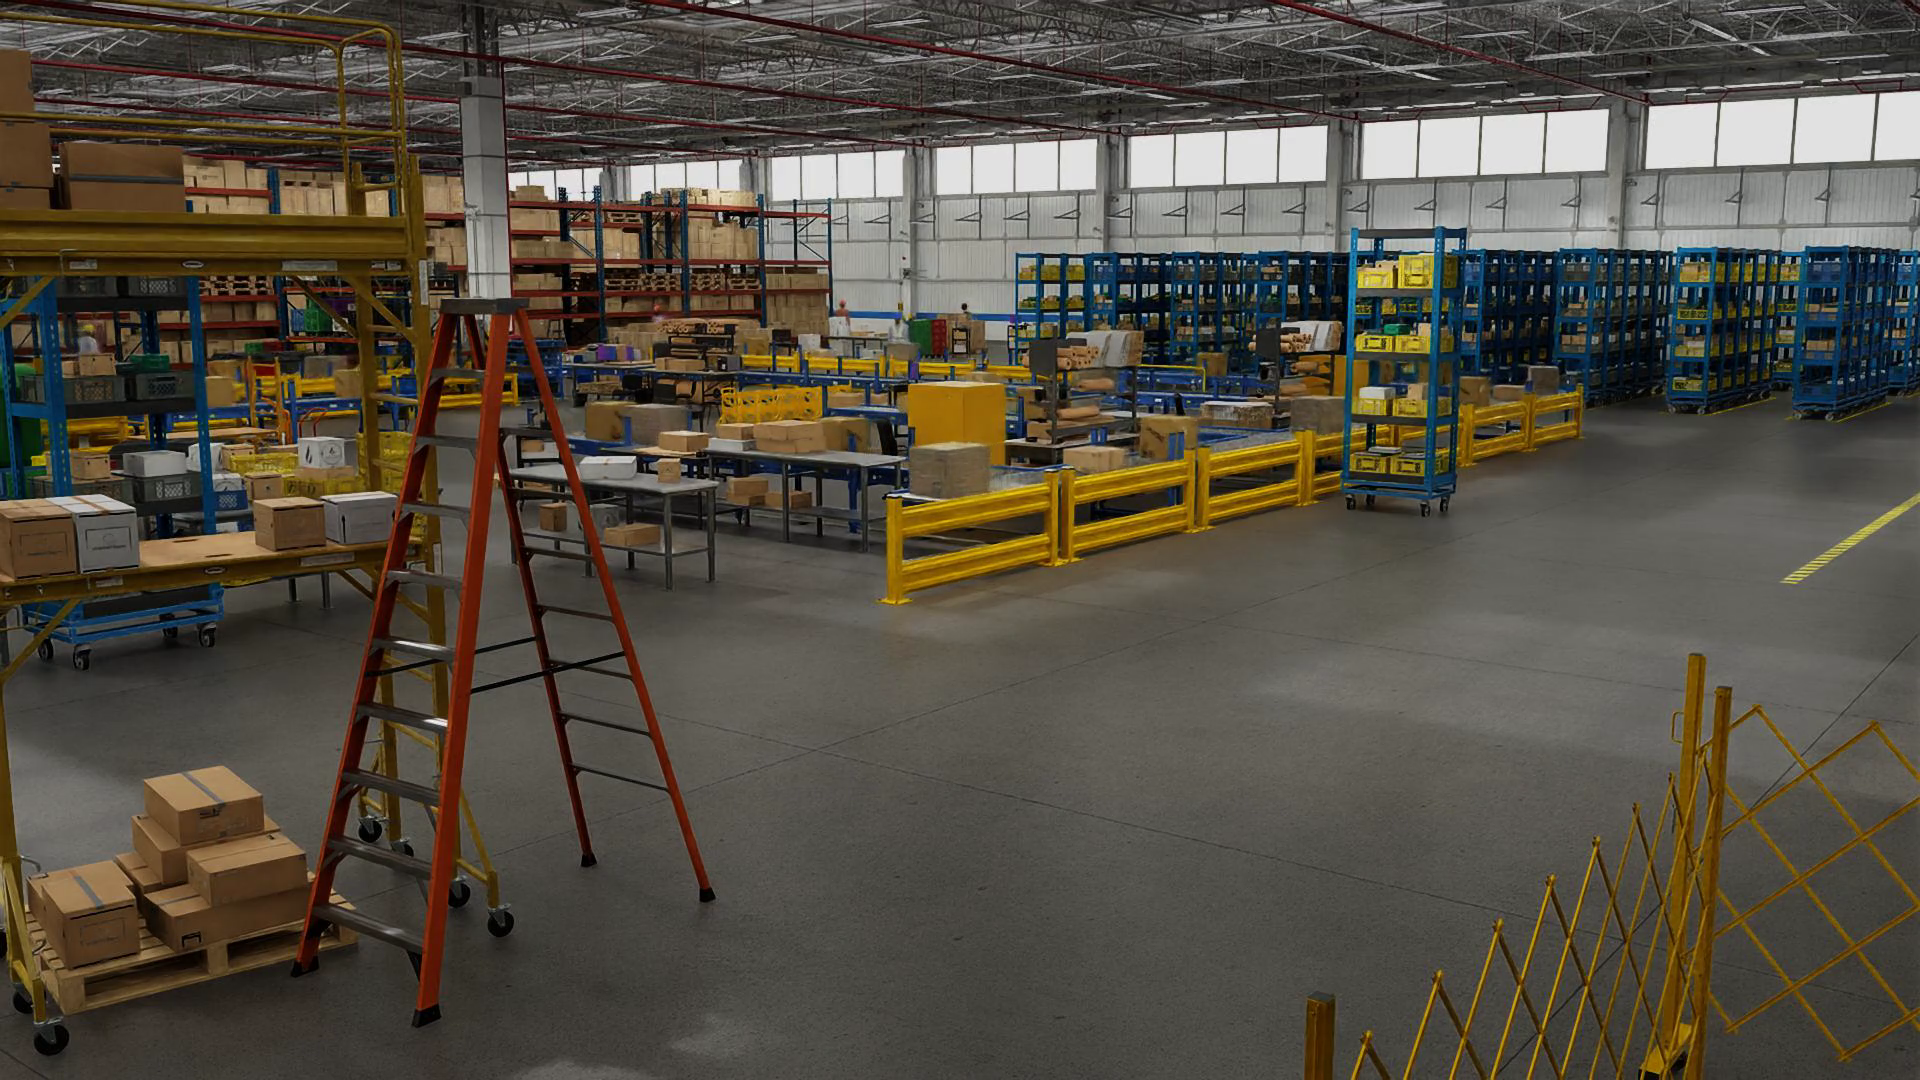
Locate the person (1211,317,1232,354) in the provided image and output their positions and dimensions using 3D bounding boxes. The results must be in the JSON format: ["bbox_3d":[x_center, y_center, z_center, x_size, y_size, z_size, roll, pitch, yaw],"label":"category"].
[{"bbox_3d":[7.520,-5.479,47.650,0.593,1.772,0.956,3,10,18],"label":"person"}]

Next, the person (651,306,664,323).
[{"bbox_3d":[-10.762,-7.350,59.015,0.545,1.881,1.012,7,12,39],"label":"person"}]

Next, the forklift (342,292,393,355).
[{"bbox_3d":[-16.485,-5.622,45.120,1.129,2.768,1.873,7,11,37],"label":"forklift"}]

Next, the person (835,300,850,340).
[{"bbox_3d":[-4.636,-8.500,65.914,0.632,1.963,0.758,1,9,4],"label":"person"}]

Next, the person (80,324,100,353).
[{"bbox_3d":[-21.132,-4.330,40.380,0.599,1.818,0.499,5,11,31],"label":"person"}]

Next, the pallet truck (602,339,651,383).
[{"bbox_3d":[-8.991,-4.871,45.351,0.653,1.274,1.630,7,11,37],"label":"pallet truck"}]

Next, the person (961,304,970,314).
[{"bbox_3d":[0.120,-8.818,68.439,0.935,1.797,0.659,2,9,12],"label":"person"}]

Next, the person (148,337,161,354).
[{"bbox_3d":[-17.984,-3.719,37.180,0.589,1.618,0.317,6,11,32],"label":"person"}]

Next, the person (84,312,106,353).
[{"bbox_3d":[-26.248,-6.013,50.588,0.651,1.907,0.409,2,9,15],"label":"person"}]

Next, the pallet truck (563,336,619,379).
[{"bbox_3d":[-10.690,-5.294,48.215,1.601,1.201,0.680,-5,10,-26],"label":"pallet truck"}]

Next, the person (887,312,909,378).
[{"bbox_3d":[-1.780,-5.583,47.810,0.644,1.935,0.439,1,9,8],"label":"person"}]
